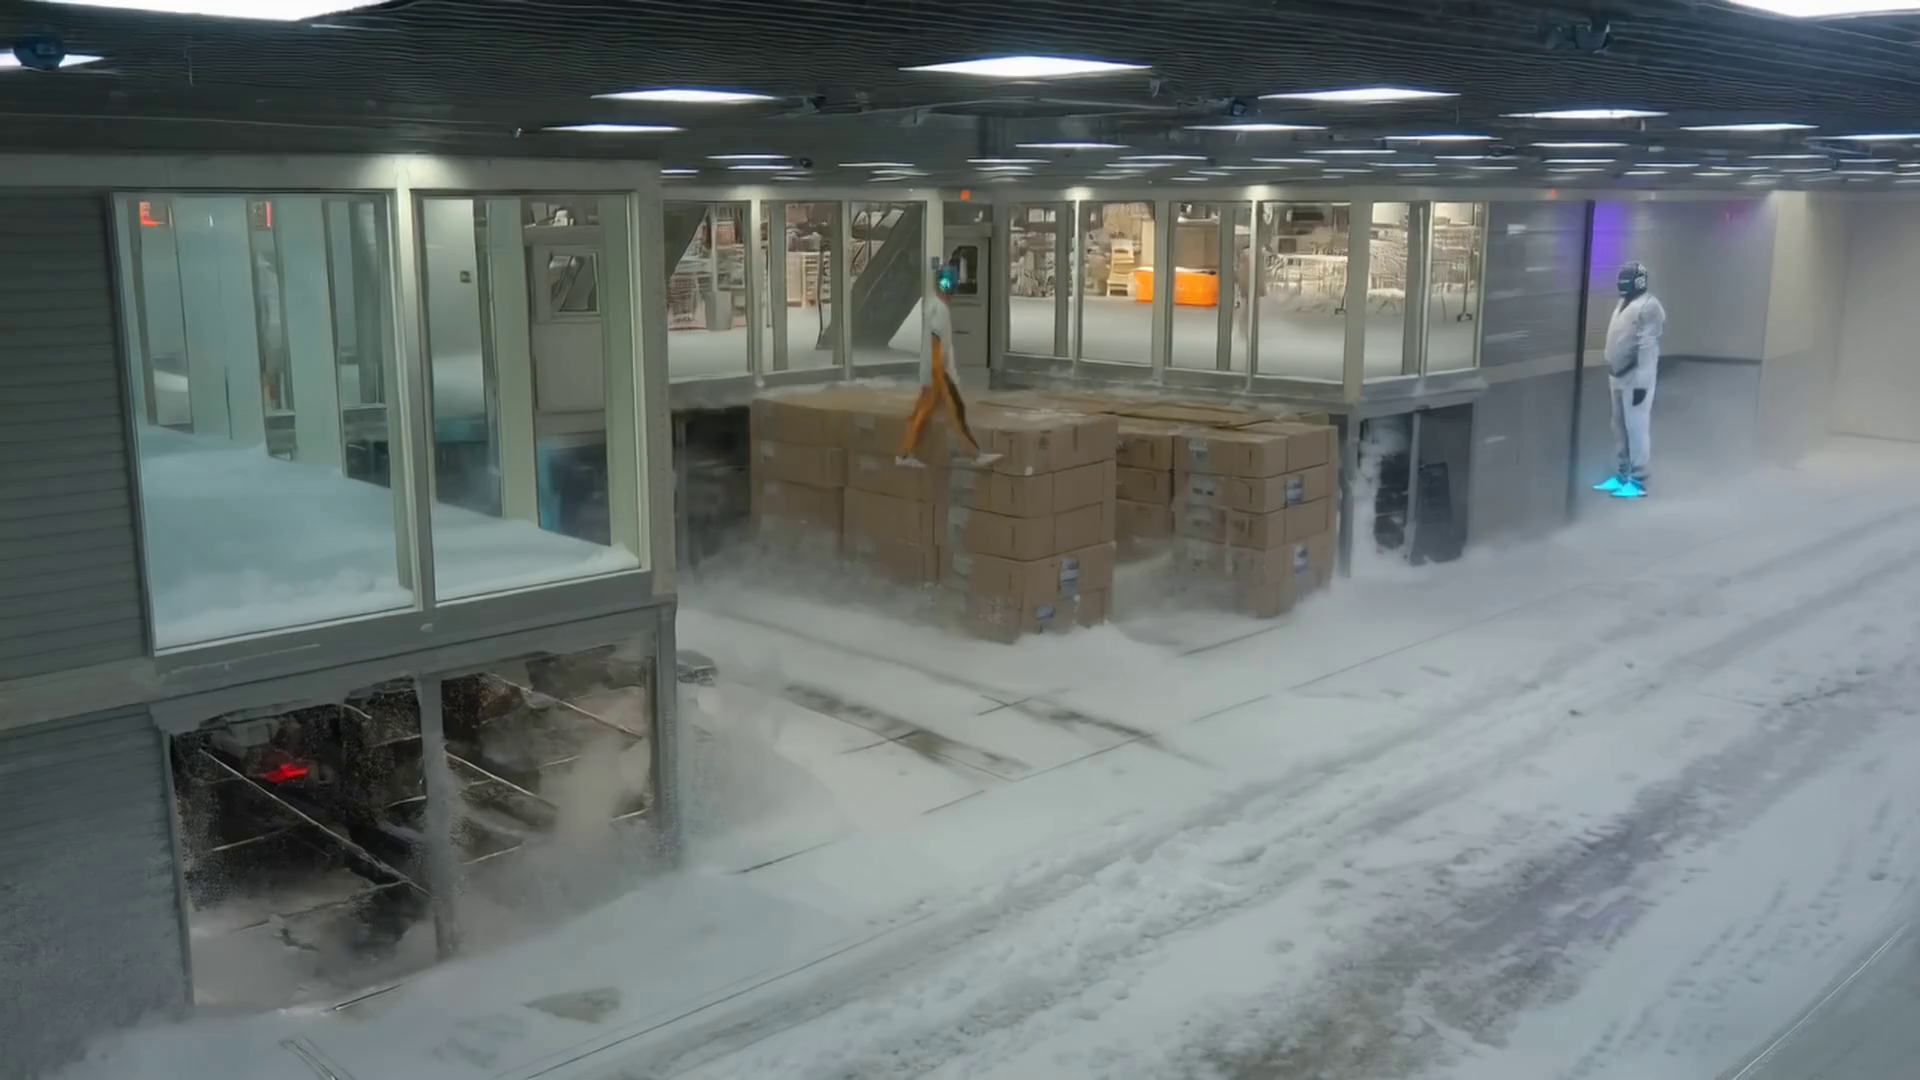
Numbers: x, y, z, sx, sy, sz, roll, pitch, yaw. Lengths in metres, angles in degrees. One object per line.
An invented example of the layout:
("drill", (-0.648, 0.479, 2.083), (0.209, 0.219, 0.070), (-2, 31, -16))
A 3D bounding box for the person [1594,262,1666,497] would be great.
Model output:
("person", (5.419, -1.297, 13.503), (0.397, 1.900, 0.634), (-1, 11, -4))

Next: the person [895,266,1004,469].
("person", (-0.131, -1.529, 14.855), (0.979, 1.817, 0.541), (-1, 11, -7))
